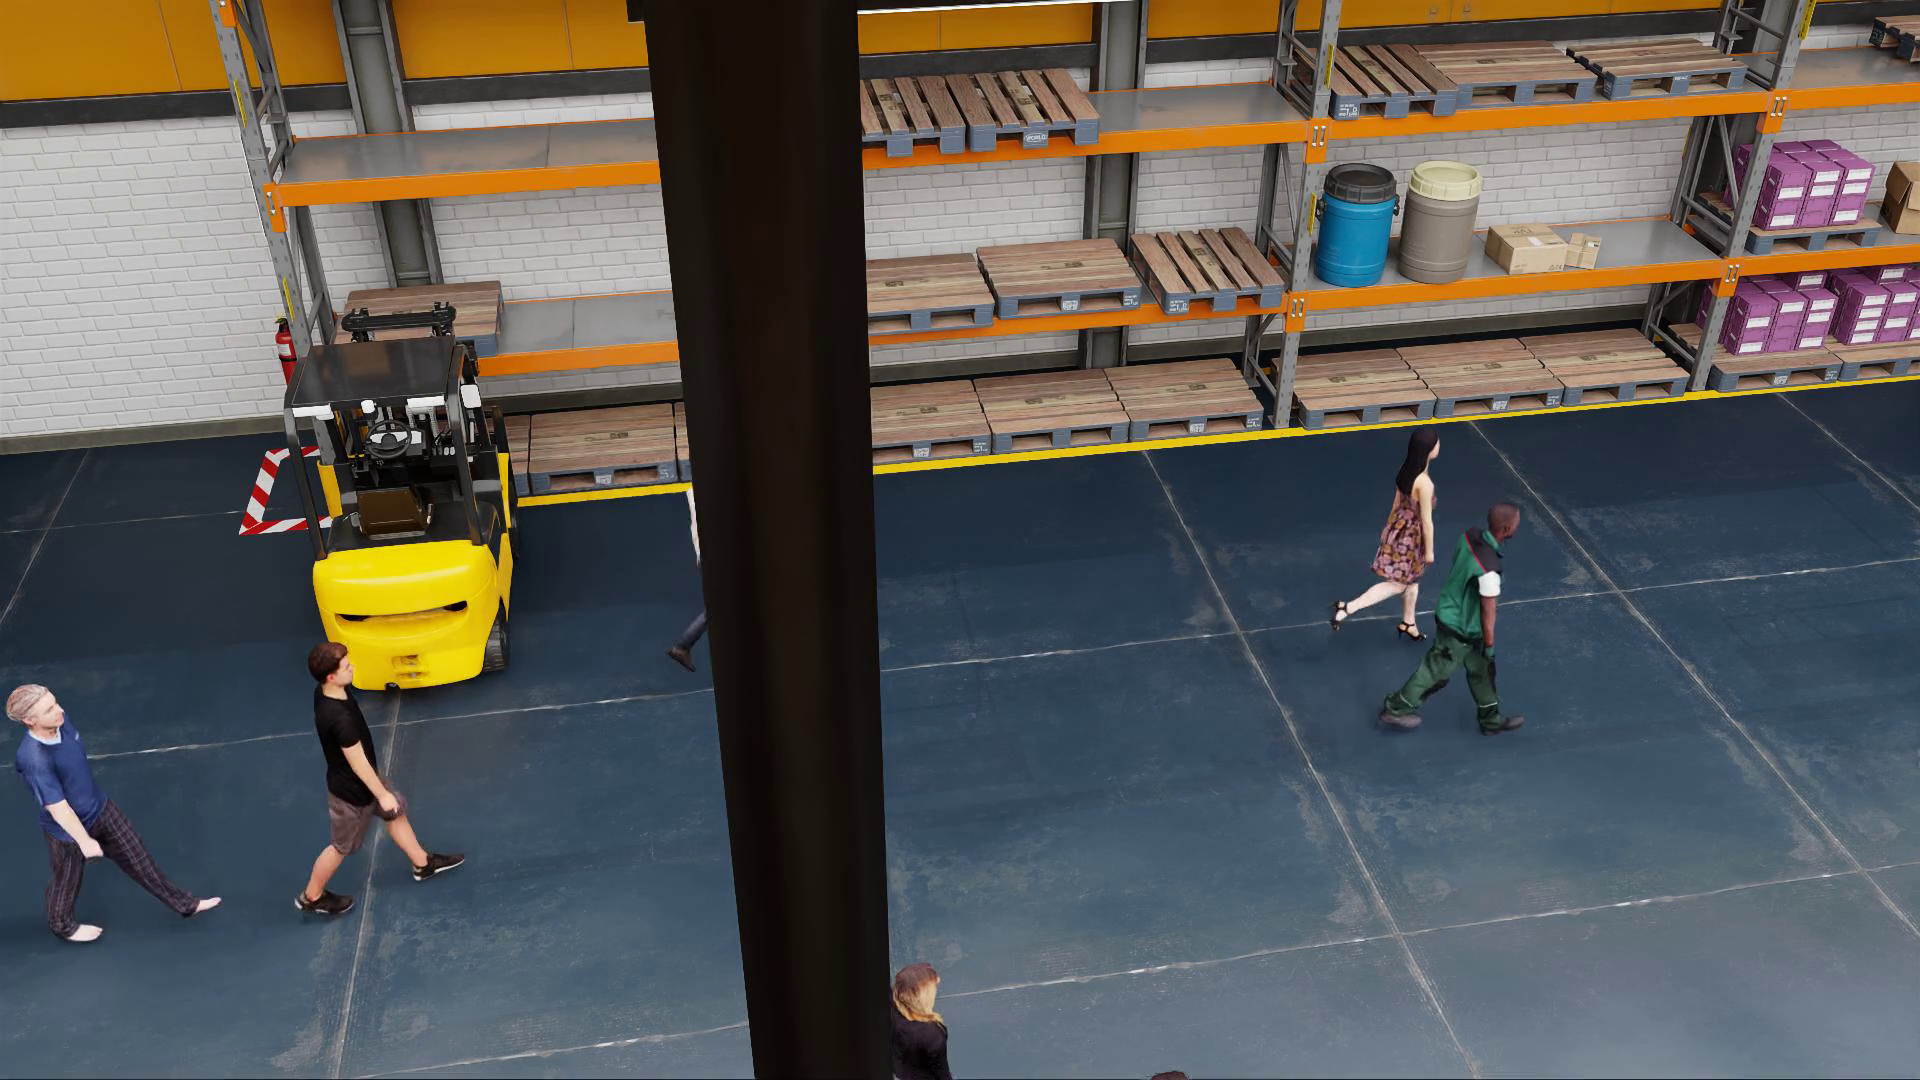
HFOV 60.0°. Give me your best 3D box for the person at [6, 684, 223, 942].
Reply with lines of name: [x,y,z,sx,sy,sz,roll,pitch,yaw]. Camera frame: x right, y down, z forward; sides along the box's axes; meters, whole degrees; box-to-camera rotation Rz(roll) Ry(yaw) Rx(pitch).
person: [-4.988,1.575,9.210,1.213,1.815,0.781,-1,34,-2]

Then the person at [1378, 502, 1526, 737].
person: [3.166,0.569,10.755,1.274,1.781,0.915,2,34,4]

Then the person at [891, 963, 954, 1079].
person: [-0.301,2.628,7.775,0.962,1.650,0.855,-28,43,-35]

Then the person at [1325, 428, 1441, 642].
person: [3.042,0.033,11.586,1.019,1.753,0.638,-5,34,-8]

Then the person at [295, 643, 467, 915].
person: [-3.540,1.399,9.458,1.267,1.834,0.837,-13,36,-19]
